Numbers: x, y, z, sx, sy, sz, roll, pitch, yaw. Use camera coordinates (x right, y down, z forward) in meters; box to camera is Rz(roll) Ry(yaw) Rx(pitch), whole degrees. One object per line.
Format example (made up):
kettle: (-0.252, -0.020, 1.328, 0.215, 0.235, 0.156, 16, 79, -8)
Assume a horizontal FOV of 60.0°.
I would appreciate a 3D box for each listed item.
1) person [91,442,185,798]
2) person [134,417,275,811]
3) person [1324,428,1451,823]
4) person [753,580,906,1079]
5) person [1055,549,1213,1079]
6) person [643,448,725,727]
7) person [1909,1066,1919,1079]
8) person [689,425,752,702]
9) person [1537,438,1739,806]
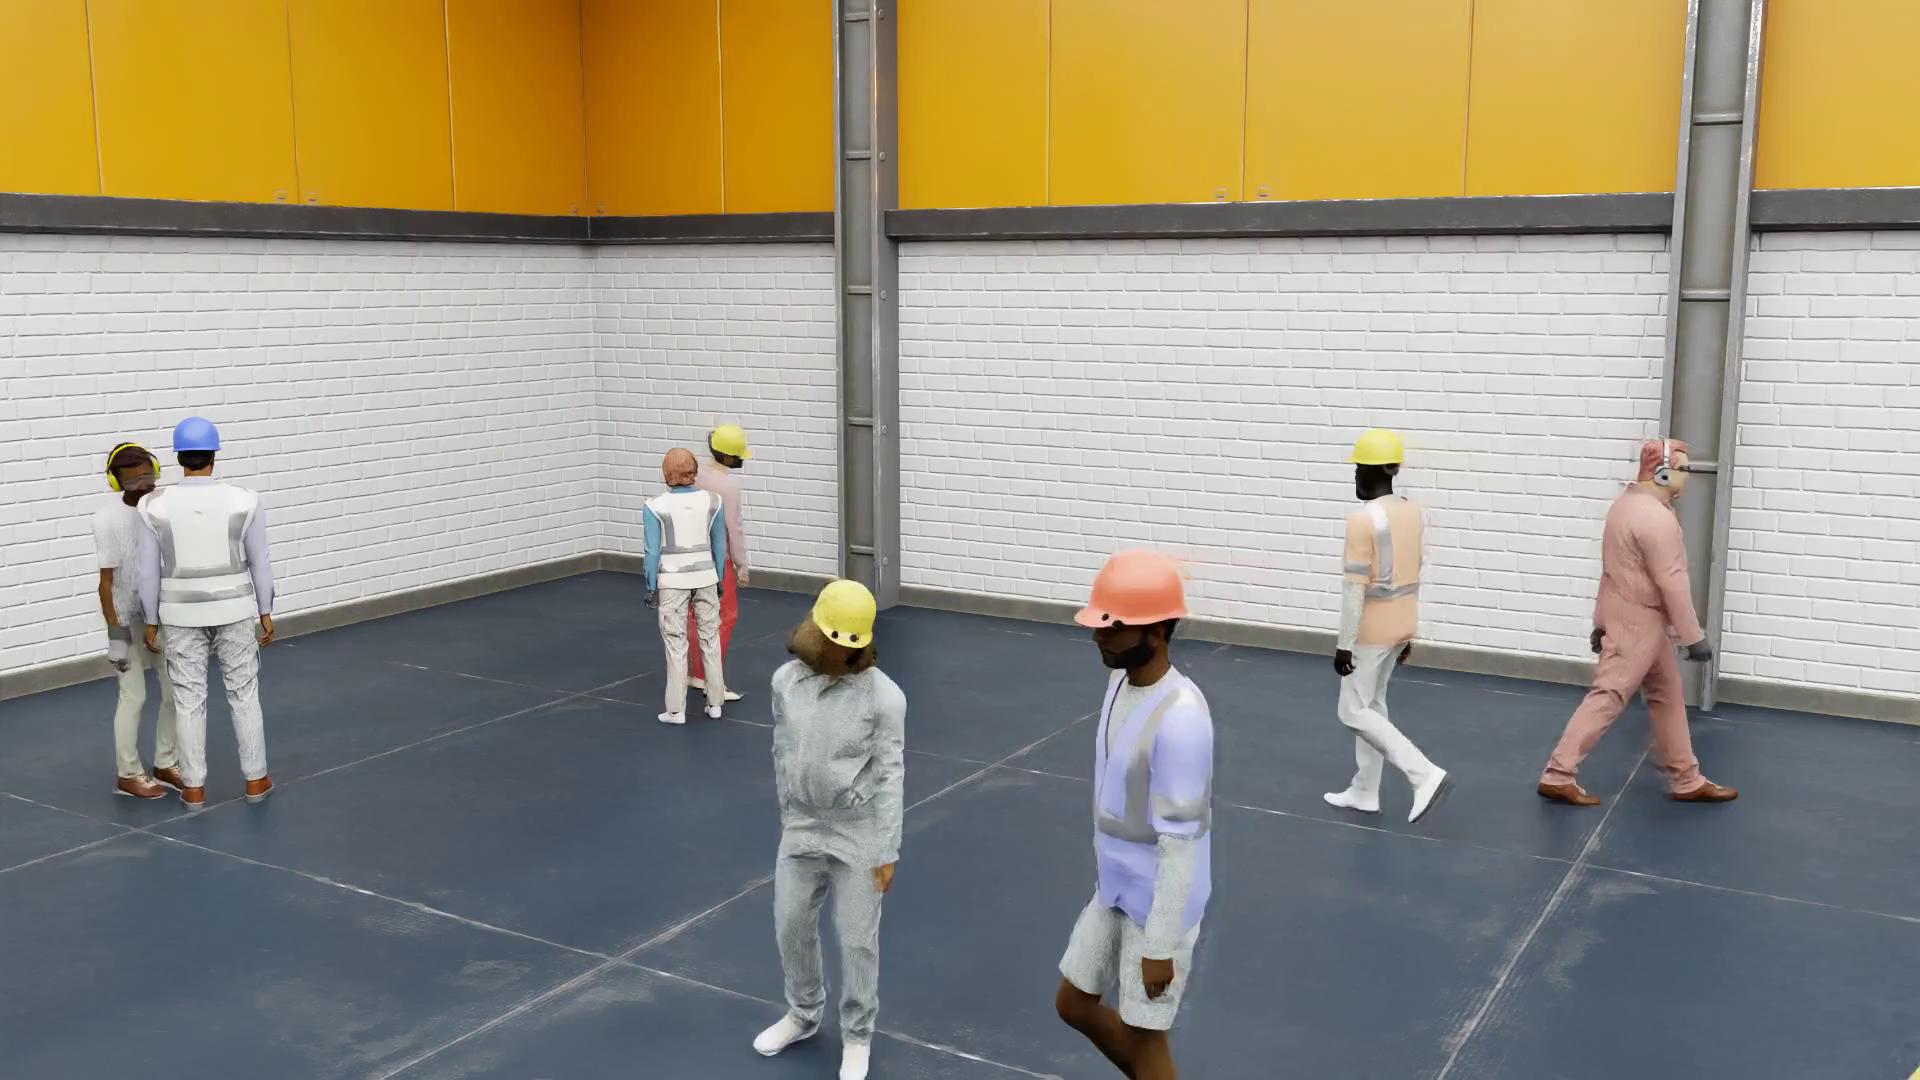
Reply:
person: (-4.098, 0.416, 8.267, 0.503, 1.828, 0.535, 4, 10, 21)
person: (-3.729, 0.362, 8.256, 0.616, 1.942, 0.408, -4, 10, -23)
person: (2.054, 0.425, 7.950, 0.626, 1.912, 0.593, 8, 12, 41)
person: (-0.411, 0.943, 5.379, 0.551, 1.699, 0.442, 4, 10, 25)
person: (0.477, 0.968, 4.552, 0.402, 1.918, 0.565, -2, 9, -14)
person: (-1.609, 0.277, 9.754, 0.515, 1.636, 0.315, -5, 11, -30)
person: (1.107, 1.444, 2.009, 0.614, 1.779, 0.861, -6, 11, -34)
person: (-1.546, 0.124, 10.458, 0.327, 1.720, 0.644, -7, 12, -39)
person: (3.352, 0.424, 8.183, 0.982, 1.852, 0.623, 2, 9, 13)
